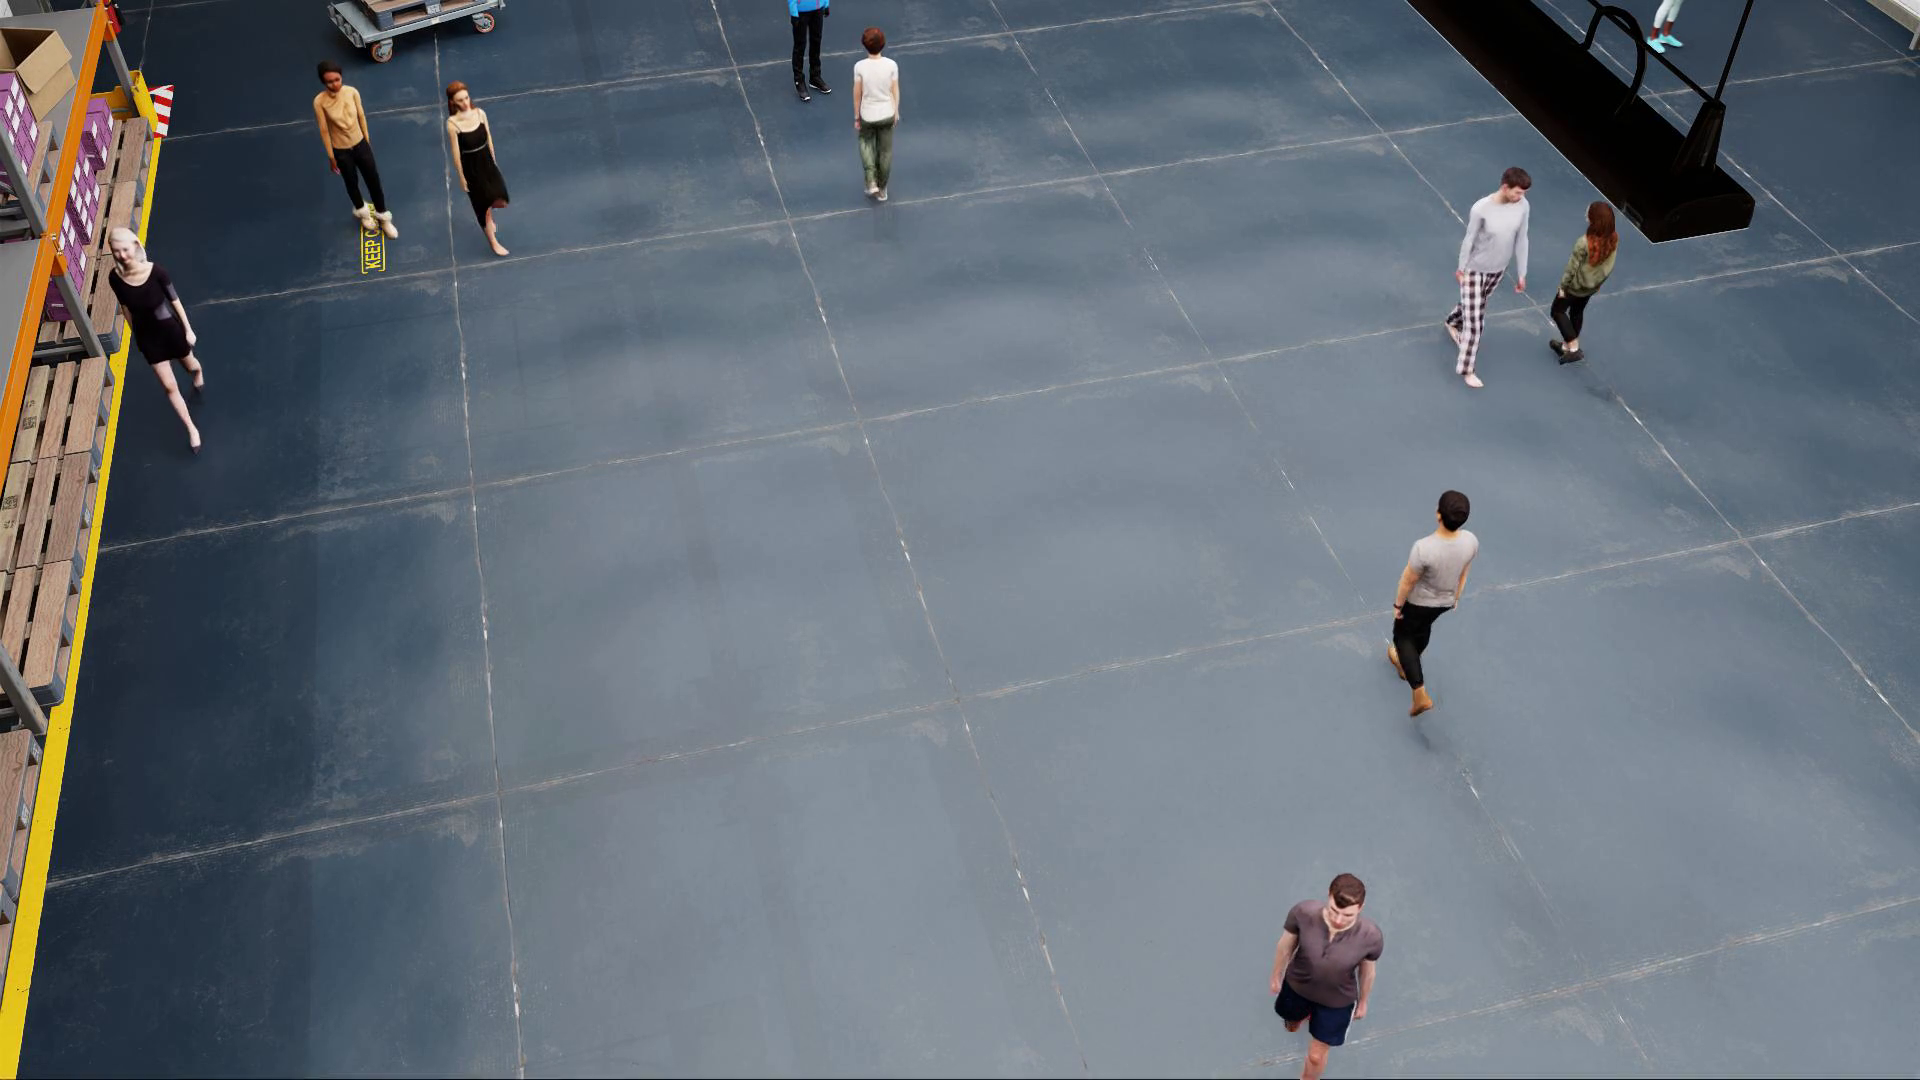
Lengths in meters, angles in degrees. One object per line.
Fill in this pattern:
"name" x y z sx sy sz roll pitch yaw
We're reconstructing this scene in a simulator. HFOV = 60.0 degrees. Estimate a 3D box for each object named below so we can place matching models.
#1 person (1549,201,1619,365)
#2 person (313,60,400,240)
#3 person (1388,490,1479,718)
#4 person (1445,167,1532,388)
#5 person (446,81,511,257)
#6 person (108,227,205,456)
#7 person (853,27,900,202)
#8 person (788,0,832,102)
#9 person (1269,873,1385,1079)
"person" 4.990 -1.997 13.203 0.653 1.464 0.709 -16 46 -16
"person" -5.398 -3.469 14.620 0.729 1.642 0.874 -23 48 -22
"person" 2.987 0.410 10.502 0.614 1.704 0.959 -9 44 -9
"person" 4.131 -2.204 13.181 0.604 1.794 1.098 -9 44 -10
"person" -4.220 -3.228 14.390 0.753 1.610 0.853 -34 53 -30
"person" -5.992 -1.582 12.526 0.621 1.798 1.115 -13 45 -13
"person" -0.731 -3.765 14.929 0.613 1.643 0.681 -4 44 -4
"person" -1.502 -5.237 16.356 0.678 1.807 0.642 -27 50 -25
"person" 1.868 2.224 8.508 1.056 1.829 1.152 18 46 18
